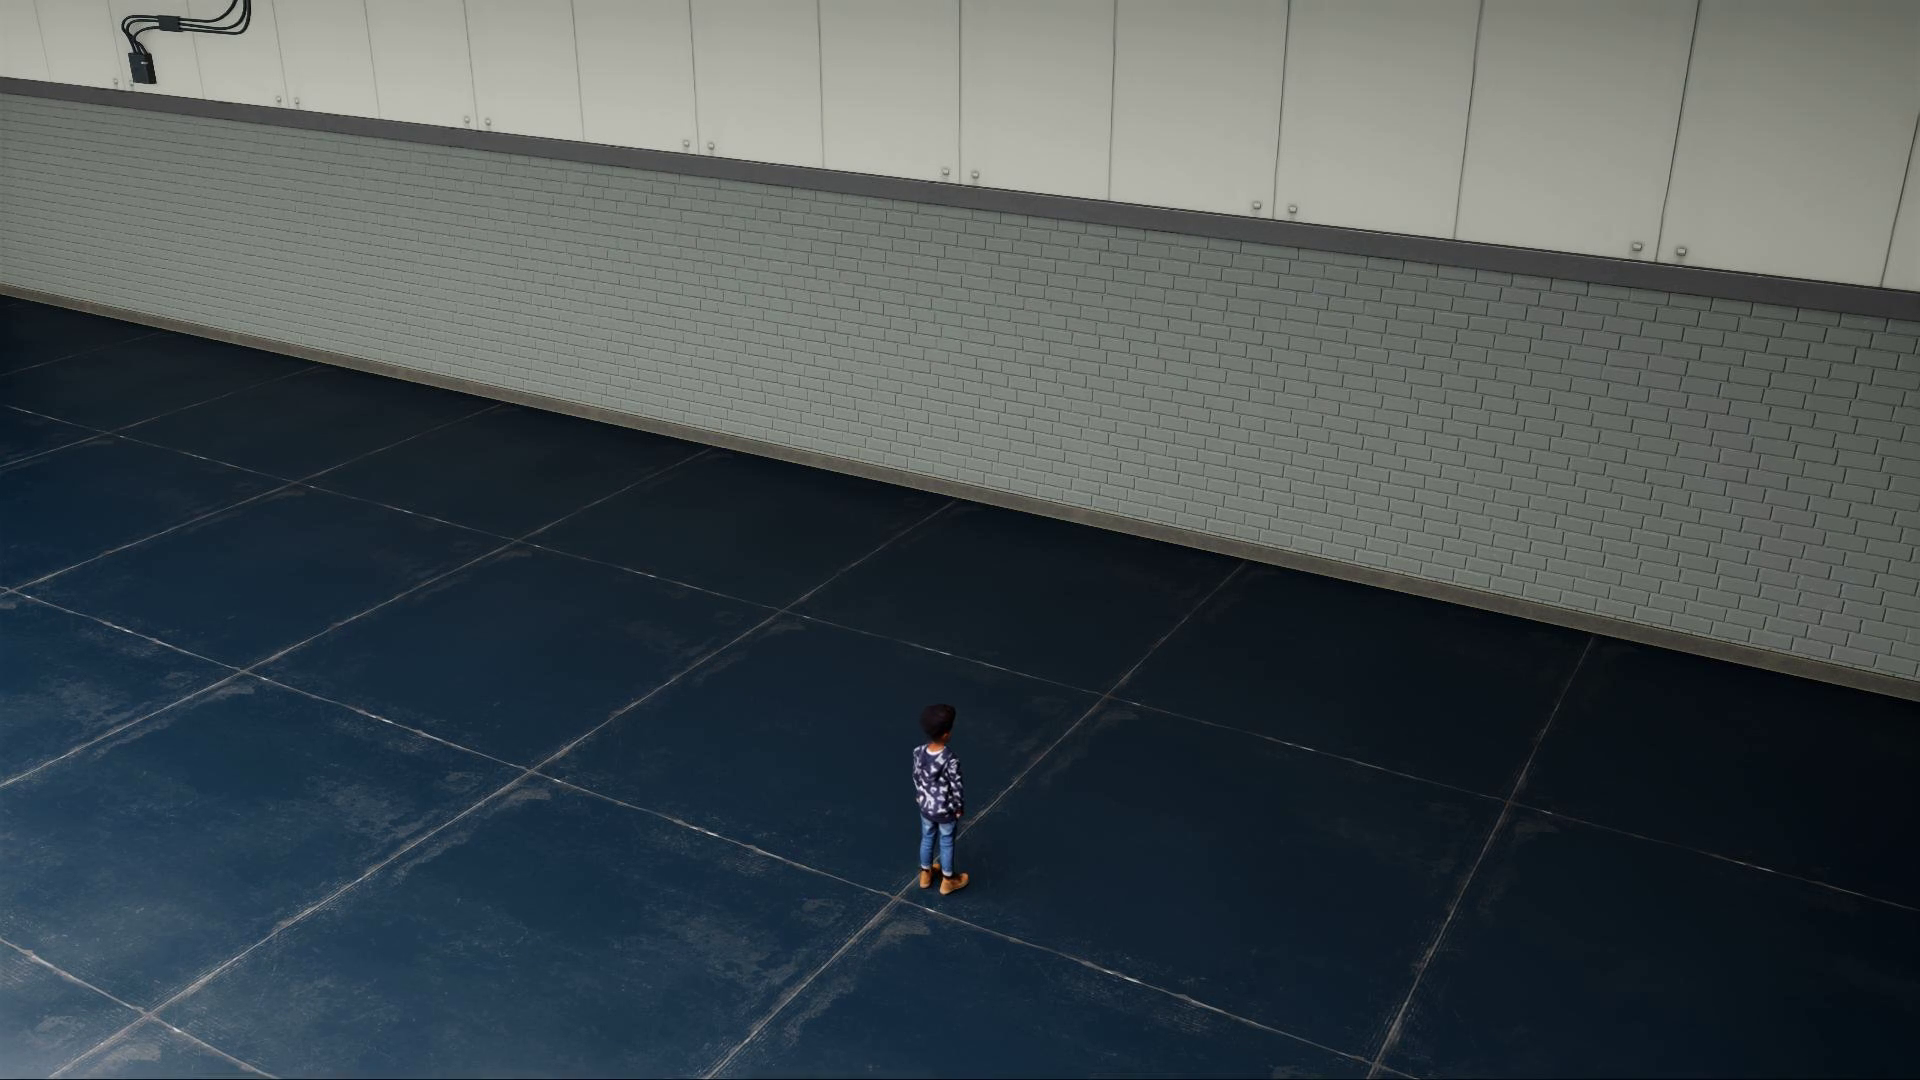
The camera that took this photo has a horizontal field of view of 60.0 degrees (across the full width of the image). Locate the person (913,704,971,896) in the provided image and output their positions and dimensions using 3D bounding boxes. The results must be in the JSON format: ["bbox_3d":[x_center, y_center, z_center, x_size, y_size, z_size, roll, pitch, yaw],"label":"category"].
[{"bbox_3d":[-0.130,1.563,10.078,0.499,1.255,0.497,15,27,31],"label":"person"}]
